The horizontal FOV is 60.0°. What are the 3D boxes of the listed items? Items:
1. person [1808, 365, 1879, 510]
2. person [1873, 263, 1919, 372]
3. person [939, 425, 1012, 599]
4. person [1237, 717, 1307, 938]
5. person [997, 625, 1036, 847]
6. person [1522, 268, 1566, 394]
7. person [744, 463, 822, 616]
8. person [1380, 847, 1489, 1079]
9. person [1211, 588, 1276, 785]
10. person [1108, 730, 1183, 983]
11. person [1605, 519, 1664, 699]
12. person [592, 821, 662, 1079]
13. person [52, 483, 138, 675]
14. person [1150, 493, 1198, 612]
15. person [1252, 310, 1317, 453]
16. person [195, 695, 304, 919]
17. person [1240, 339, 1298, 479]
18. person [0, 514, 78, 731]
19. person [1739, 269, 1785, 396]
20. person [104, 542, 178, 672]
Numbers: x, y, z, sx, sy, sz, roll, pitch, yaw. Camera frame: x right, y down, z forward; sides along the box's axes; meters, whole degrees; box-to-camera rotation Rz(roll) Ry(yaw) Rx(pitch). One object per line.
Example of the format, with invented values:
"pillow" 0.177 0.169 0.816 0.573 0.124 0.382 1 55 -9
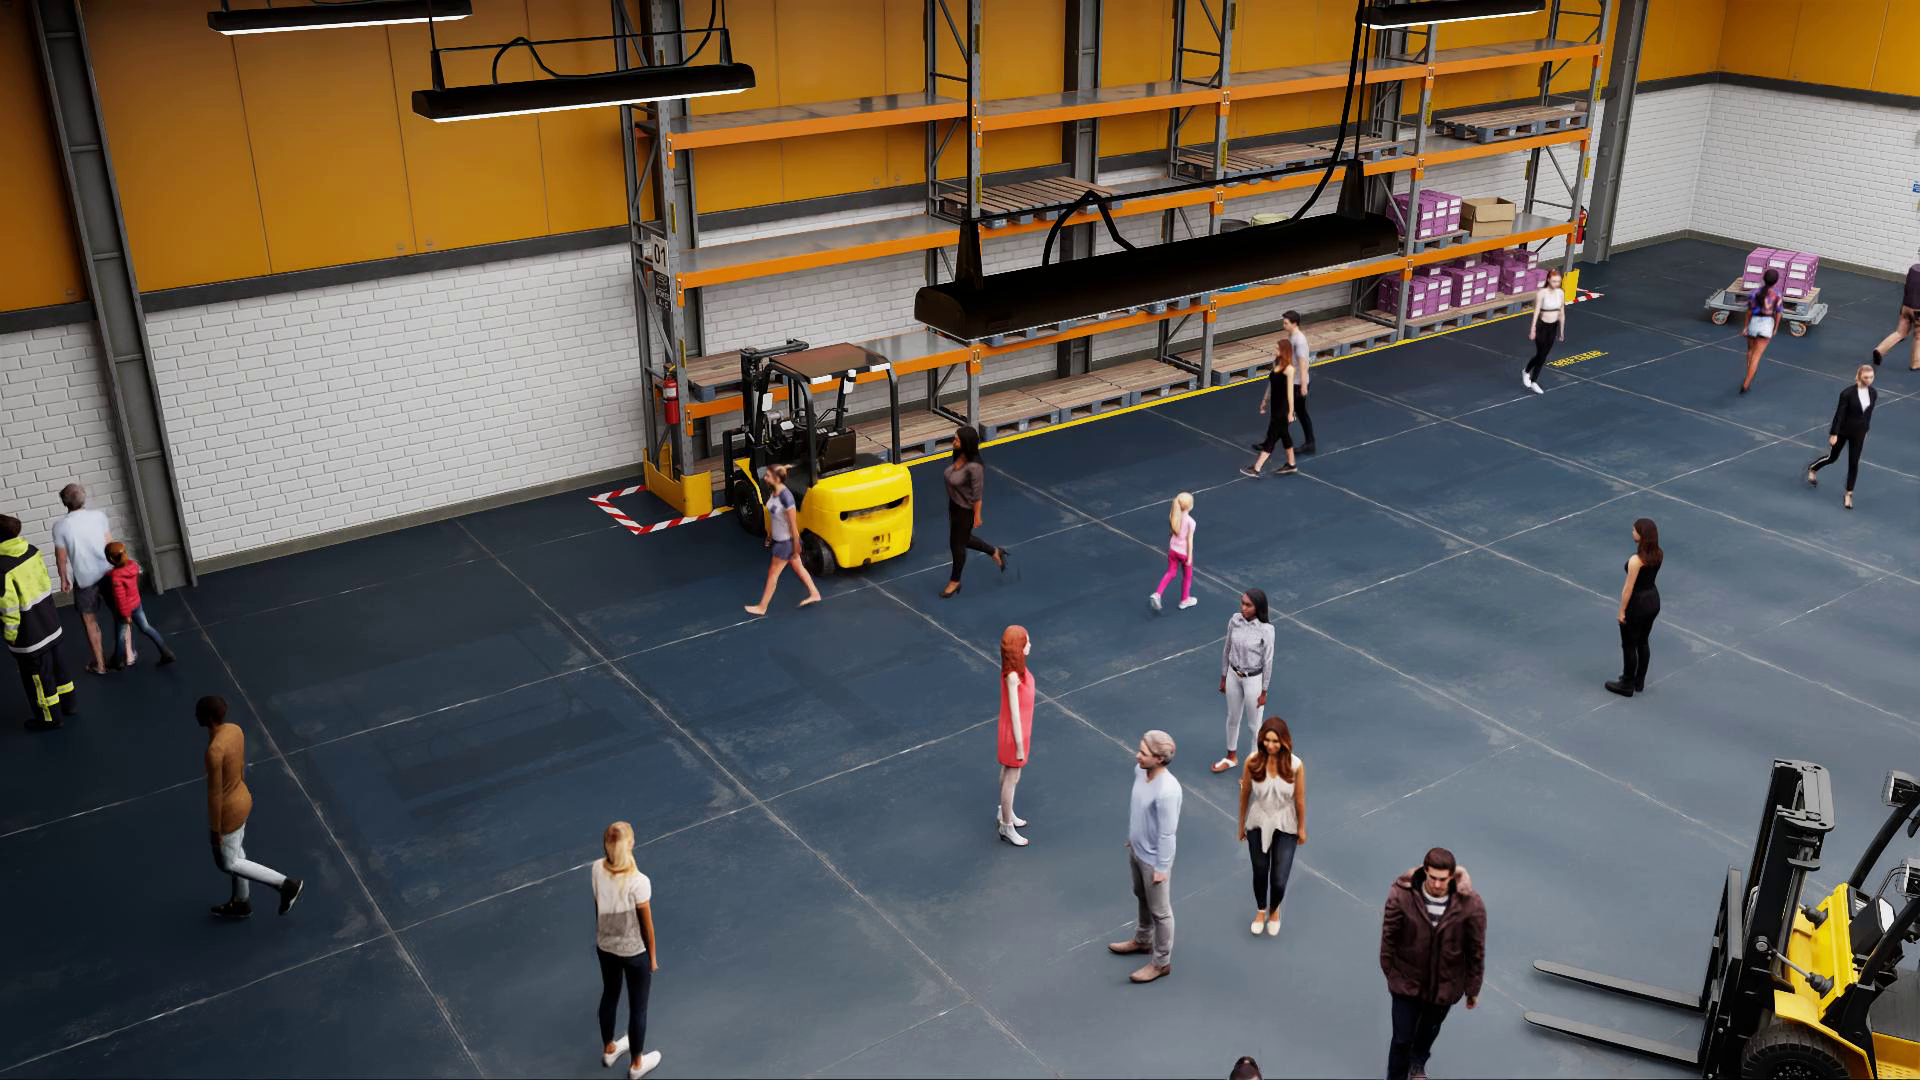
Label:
"person" 10.202 -1.243 19.212 1.136 1.669 1.066 -3 24 -7
"person" 13.551 -3.300 23.731 1.151 1.819 0.929 -5 24 -11
"person" 0.134 -0.301 16.868 1.123 1.820 0.827 -9 25 -19
"person" 2.212 1.978 11.716 0.739 1.770 0.777 8 25 18
"person" 0.410 1.481 12.784 0.690 1.827 0.672 0 24 0
"person" 8.014 -2.898 22.916 0.708 1.735 0.743 -7 25 -15
"person" -1.657 0.003 16.491 1.095 1.566 0.770 -8 25 -18
"person" 2.864 2.620 10.192 1.074 1.816 1.137 4 24 9
"person" 2.349 1.174 13.614 0.550 1.724 0.628 -22 32 -40
"person" 1.308 2.109 11.264 0.696 1.893 0.730 -7 24 -15
"person" 6.110 0.608 14.961 0.478 1.683 0.619 -15 28 -31
"person" -2.115 2.561 10.341 0.673 1.804 0.676 12 26 25
"person" -7.967 0.344 15.394 0.777 1.820 0.551 17 29 34
"person" 2.153 0.131 16.581 0.830 1.260 0.555 -20 31 -38
"person" 4.264 -1.927 20.585 1.185 1.823 1.056 -1 24 -2
"person" -5.105 1.925 11.795 1.065 1.805 0.922 -2 24 -5
"person" 3.925 -1.569 19.926 1.118 1.694 0.849 -6 24 -14
"person" -8.058 0.691 14.397 0.888 1.983 0.868 1 24 2
"person" 10.932 -2.820 22.787 0.803 1.696 1.186 18 29 35
"person" -7.618 0.628 15.407 0.958 1.289 0.873 3 24 6
